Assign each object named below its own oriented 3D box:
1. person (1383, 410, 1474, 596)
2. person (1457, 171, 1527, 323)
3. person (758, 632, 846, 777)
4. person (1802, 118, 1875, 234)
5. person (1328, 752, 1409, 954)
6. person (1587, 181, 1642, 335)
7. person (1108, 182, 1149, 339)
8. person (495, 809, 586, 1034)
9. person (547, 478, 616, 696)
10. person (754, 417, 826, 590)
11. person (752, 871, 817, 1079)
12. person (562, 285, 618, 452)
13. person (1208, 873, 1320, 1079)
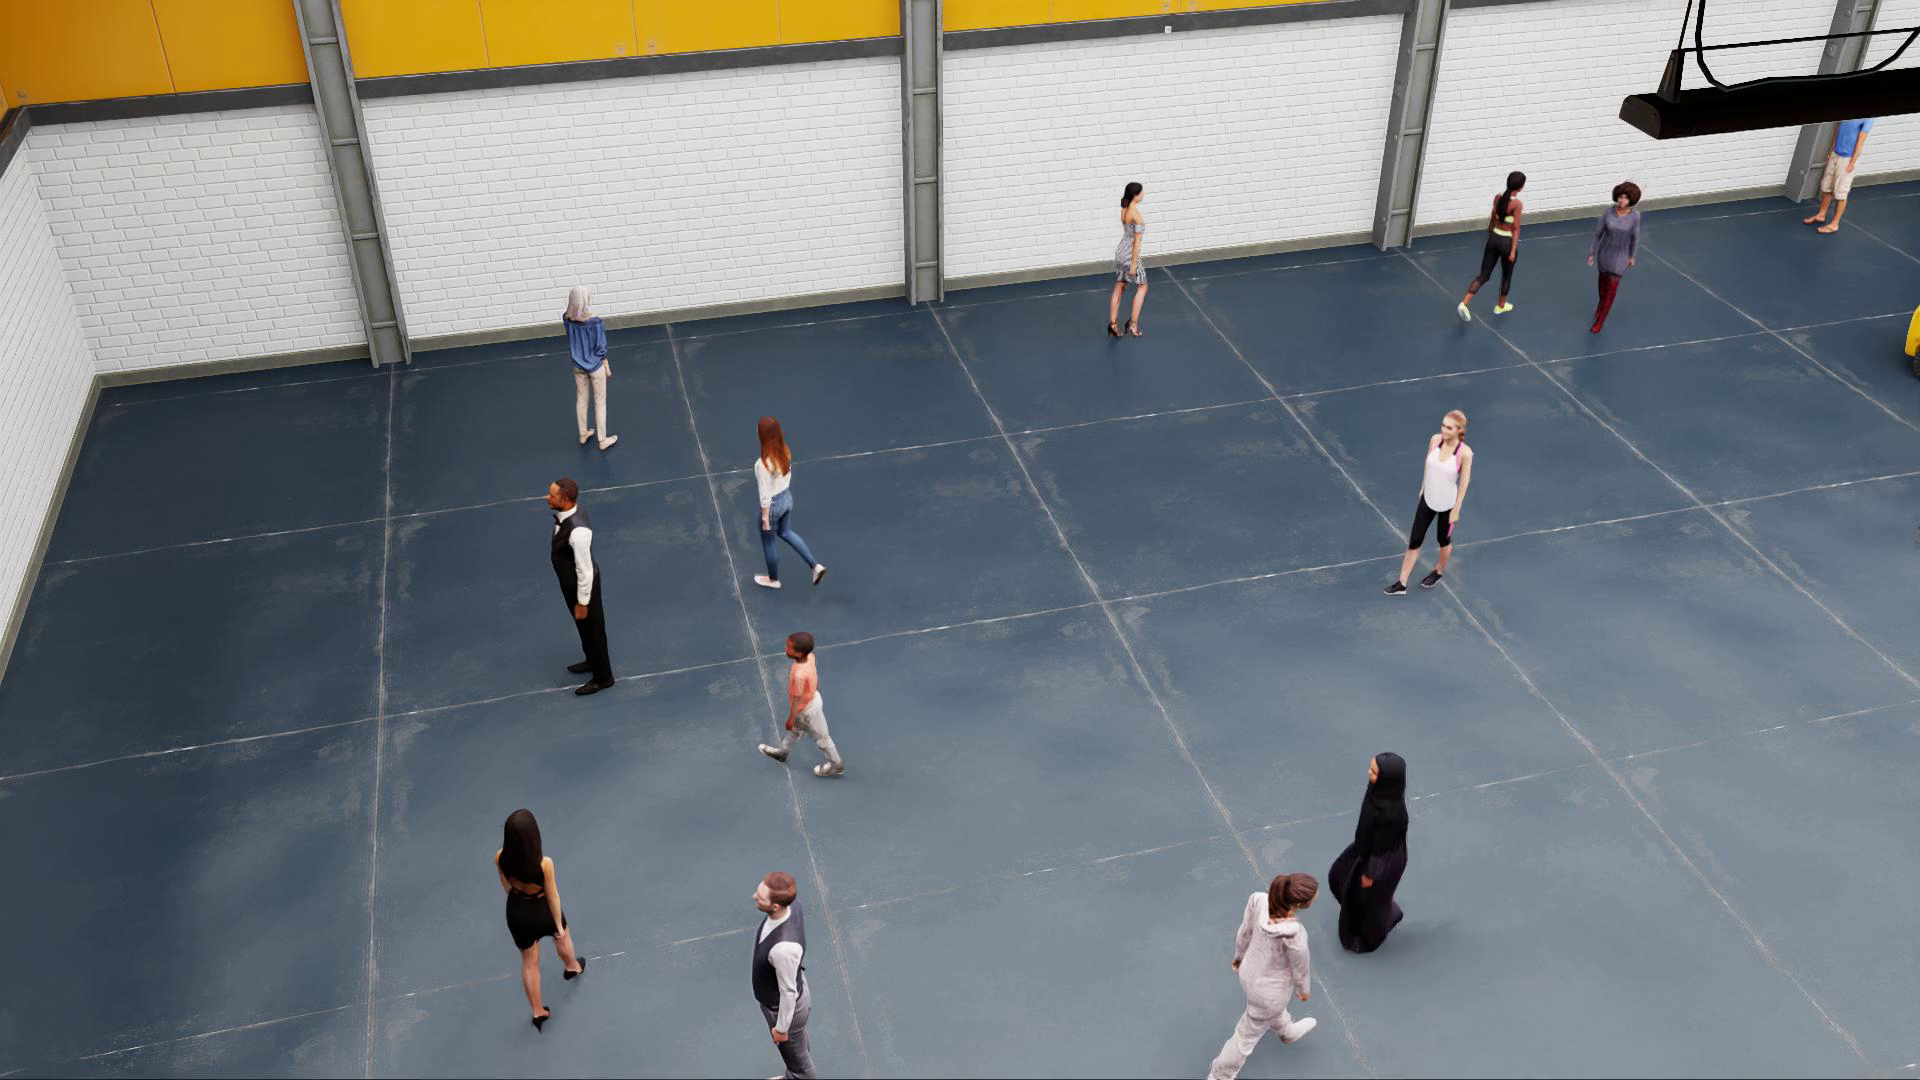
[{"bbox_3d":[4.144,-0.341,14.130,1.055,1.767,0.876,-25,41,-32],"label":"person"},{"bbox_3d":[5.942,-3.227,18.516,1.187,1.718,0.857,-23,40,-30],"label":"person"},{"bbox_3d":[-1.052,1.225,12.210,0.954,1.284,0.712,4,34,6],"label":"person"},{"bbox_3d":[11.032,-4.783,20.724,0.562,1.864,0.636,-7,34,-11],"label":"person"},{"bbox_3d":[2.777,2.019,10.727,0.834,1.603,0.739,-1,34,-2],"label":"person"},{"bbox_3d":[7.268,-3.170,18.472,1.046,1.672,1.146,20,38,27],"label":"person"},{"bbox_3d":[1.749,-3.024,18.129,0.668,1.808,0.633,-13,36,-19],"label":"person"},{"bbox_3d":[-2.634,2.379,10.162,0.860,1.628,0.816,4,34,6],"label":"person"},{"bbox_3d":[-2.953,0.338,12.971,0.598,1.919,0.706,-11,35,-17],"label":"person"},{"bbox_3d":[-1.481,-0.276,14.078,0.996,1.716,0.930,17,37,24],"label":"person"},{"bbox_3d":[-0.997,2.613,9.531,0.580,1.938,0.665,-6,34,-9],"label":"person"},{"bbox_3d":[-3.626,-1.697,16.236,0.709,1.693,0.782,14,36,21],"label":"person"},{"bbox_3d":[1.733,2.629,9.776,1.116,1.639,0.793,-18,37,-24],"label":"person"}]
